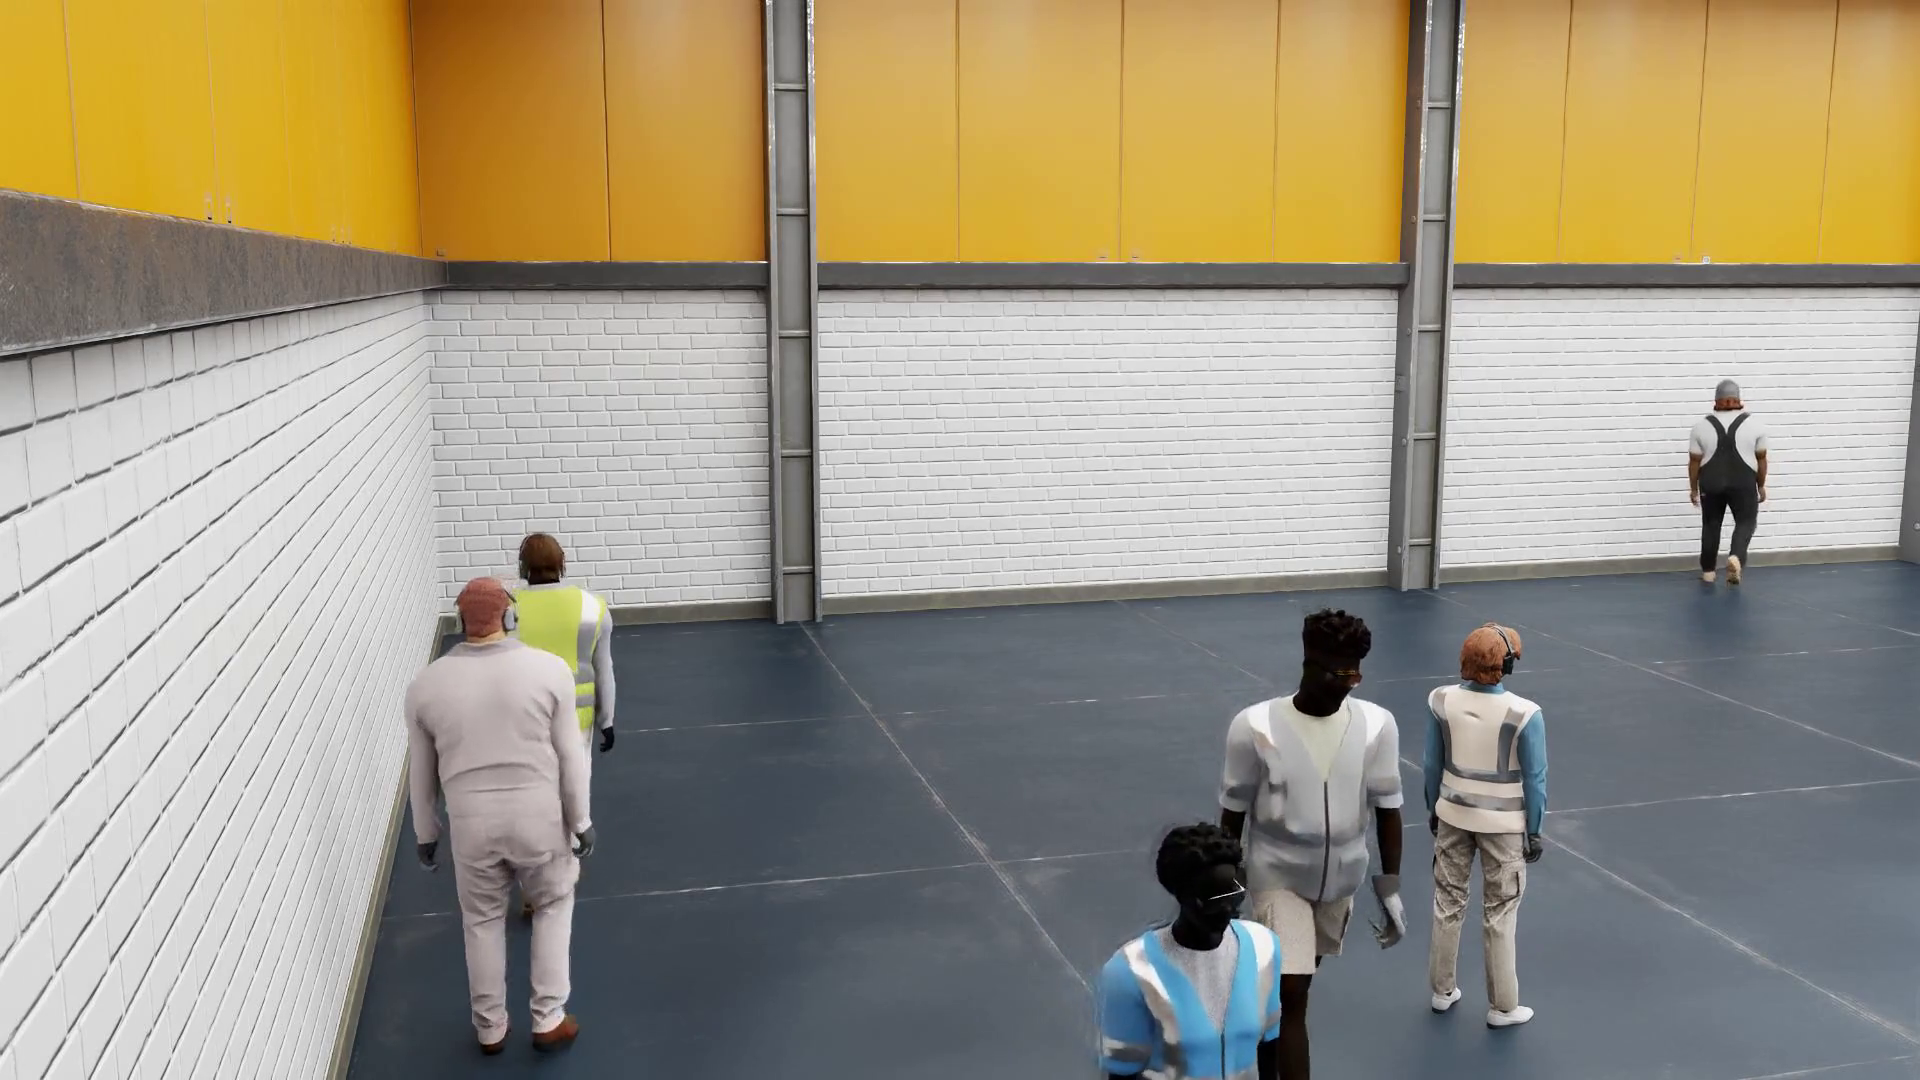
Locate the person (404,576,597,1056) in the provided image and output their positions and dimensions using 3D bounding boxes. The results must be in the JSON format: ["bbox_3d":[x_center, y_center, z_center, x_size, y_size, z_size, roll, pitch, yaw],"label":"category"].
[{"bbox_3d":[-1.747,1.075,6.393,0.703,1.889,0.469,-1,9,-5],"label":"person"}]

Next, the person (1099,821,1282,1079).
[{"bbox_3d":[0.569,1.512,4.318,0.540,1.685,0.565,-4,10,-23],"label":"person"}]

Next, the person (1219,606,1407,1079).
[{"bbox_3d":[1.221,1.172,5.730,0.612,1.892,1.062,-1,9,-9],"label":"person"}]

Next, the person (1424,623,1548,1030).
[{"bbox_3d":[2.107,1.148,6.708,0.510,1.640,0.308,8,12,42],"label":"person"}]

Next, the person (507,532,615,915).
[{"bbox_3d":[-1.978,0.858,7.980,0.642,1.817,0.826,-3,10,-18],"label":"person"}]

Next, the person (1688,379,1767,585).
[{"bbox_3d":[7.439,-0.564,16.140,0.717,2.000,0.712,5,11,31],"label":"person"}]
